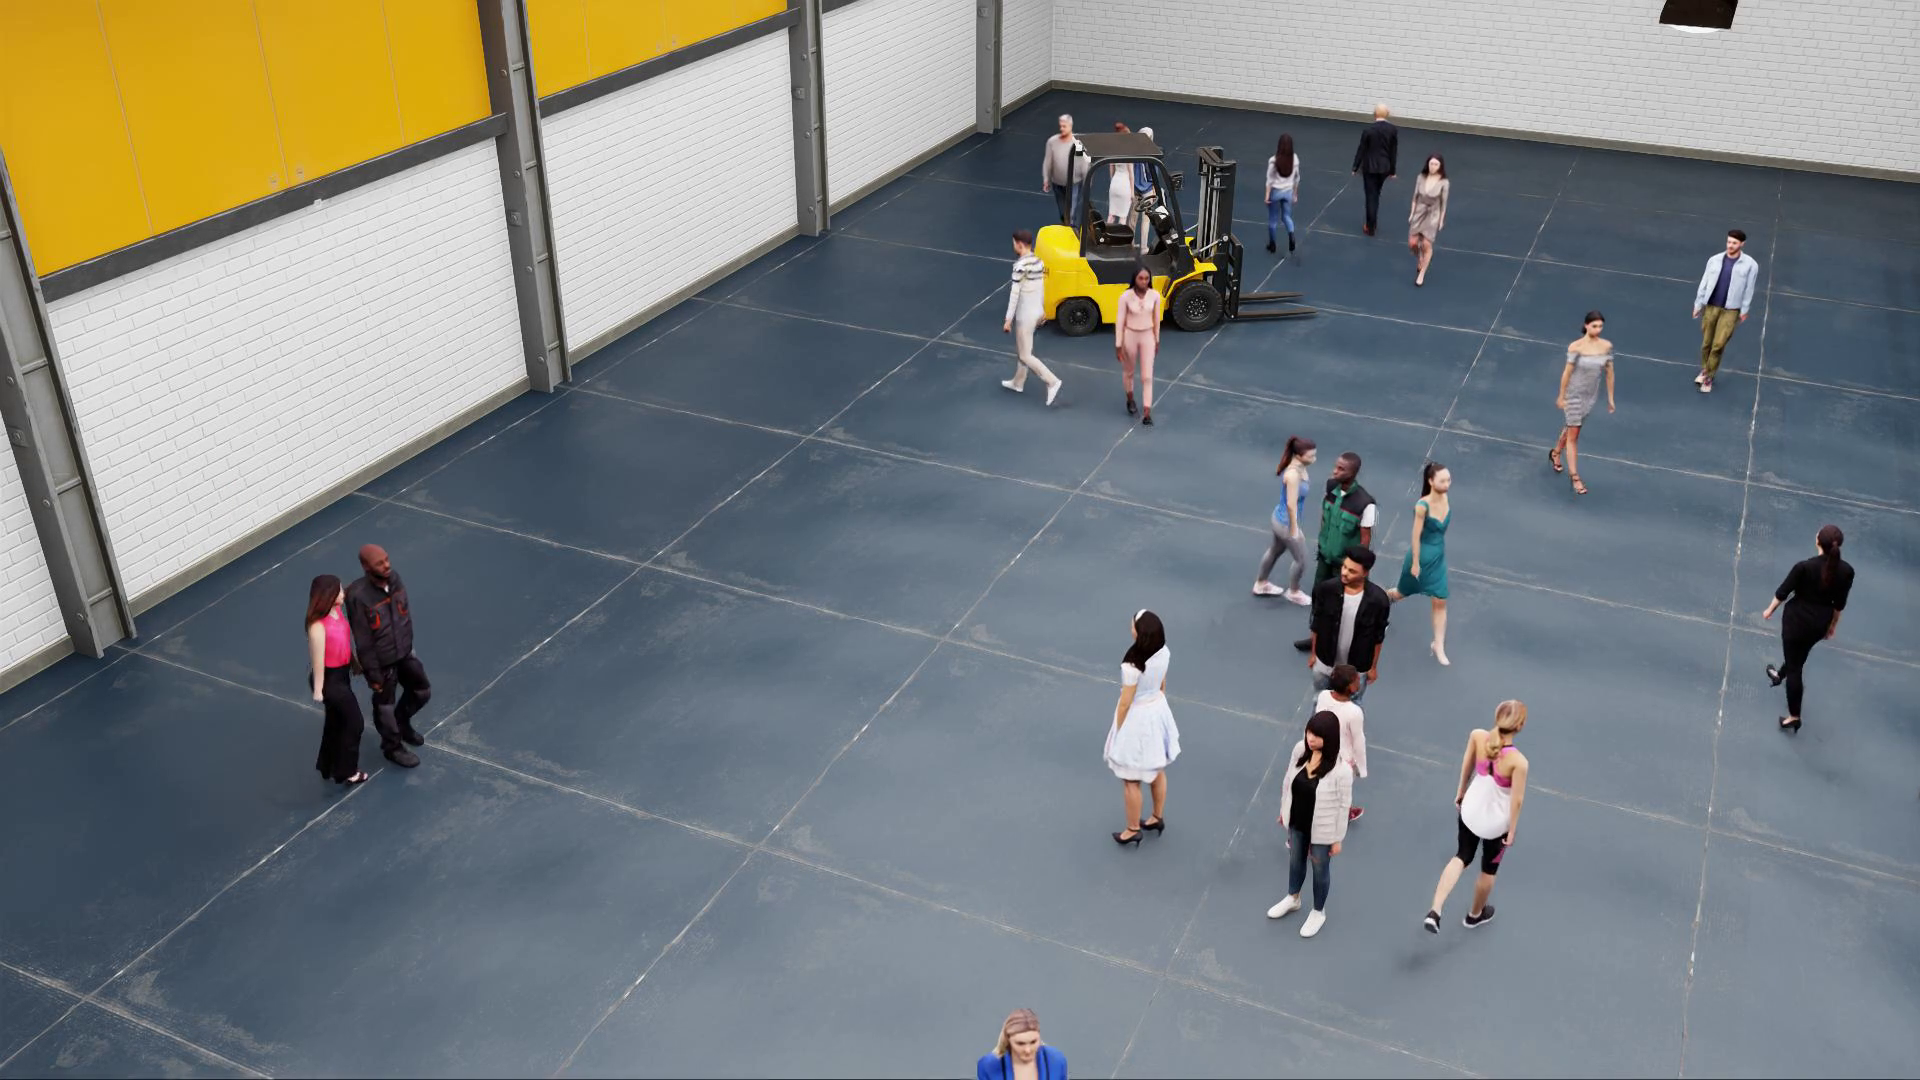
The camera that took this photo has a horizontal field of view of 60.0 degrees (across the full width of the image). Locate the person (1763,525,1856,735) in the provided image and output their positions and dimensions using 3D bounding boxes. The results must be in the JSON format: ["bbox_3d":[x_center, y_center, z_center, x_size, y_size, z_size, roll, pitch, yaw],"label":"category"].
[{"bbox_3d":[6.350,0.706,12.443,0.890,1.620,1.137,0,29,1],"label":"person"}]

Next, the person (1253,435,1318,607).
[{"bbox_3d":[2.726,-0.143,14.040,0.712,1.580,0.747,5,29,9],"label":"person"}]

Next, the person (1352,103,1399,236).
[{"bbox_3d":[5.742,-5.073,22.867,0.956,1.782,1.045,-2,29,-5],"label":"person"}]

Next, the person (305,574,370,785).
[{"bbox_3d":[-4.508,1.030,11.840,0.823,1.628,0.751,2,29,3],"label":"person"}]

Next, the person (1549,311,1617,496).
[{"bbox_3d":[5.974,-1.392,16.122,1.014,1.780,1.167,-5,29,-10],"label":"person"}]

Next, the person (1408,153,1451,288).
[{"bbox_3d":[5.947,-4.080,21.101,0.657,1.730,0.743,18,33,29],"label":"person"}]

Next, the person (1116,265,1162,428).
[{"bbox_3d":[1.843,-2.081,17.485,0.986,1.684,1.176,-3,29,-5],"label":"person"}]

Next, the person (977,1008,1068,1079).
[{"bbox_3d":[0.281,2.949,8.299,1.104,1.652,1.219,-7,29,-13],"label":"person"}]

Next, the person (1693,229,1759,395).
[{"bbox_3d":[8.368,-2.543,18.220,0.829,1.792,0.951,22,36,35],"label":"person"}]

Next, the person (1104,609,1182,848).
[{"bbox_3d":[1.235,1.273,11.203,0.813,1.811,0.897,-21,35,-34],"label":"person"}]

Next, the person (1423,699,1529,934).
[{"bbox_3d":[3.203,1.771,10.335,1.031,1.768,0.851,-22,35,-34],"label":"person"}]

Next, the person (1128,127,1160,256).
[{"bbox_3d":[2.438,-4.672,22.222,0.681,1.697,0.692,-25,37,-38],"label":"person"}]

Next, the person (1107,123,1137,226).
[{"bbox_3d":[2.114,-4.632,22.047,0.627,1.794,0.646,-23,36,-35],"label":"person"}]

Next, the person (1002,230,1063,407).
[{"bbox_3d":[0.803,-2.384,17.901,0.917,1.817,1.020,14,32,24],"label":"person"}]

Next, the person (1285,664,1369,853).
[{"bbox_3d":[2.485,1.479,11.233,1.073,1.422,0.911,-16,33,-27],"label":"person"}]

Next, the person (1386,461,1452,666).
[{"bbox_3d":[3.686,0.147,13.440,1.047,1.646,1.032,-14,31,-24],"label":"person"}]

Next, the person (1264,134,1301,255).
[{"bbox_3d":[4.305,-4.556,22.090,0.889,1.619,0.969,-8,30,-14],"label":"person"}]

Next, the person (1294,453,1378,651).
[{"bbox_3d":[3.052,0.134,13.263,0.836,1.838,0.813,-18,33,-29],"label":"person"}]

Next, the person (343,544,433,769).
[{"bbox_3d":[-4.239,0.807,12.057,0.781,1.813,0.660,15,32,25],"label":"person"}]

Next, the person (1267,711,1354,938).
[{"bbox_3d":[2.234,1.765,10.484,0.671,1.636,0.693,-25,37,-38],"label":"person"}]

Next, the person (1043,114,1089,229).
[{"bbox_3d":[1.442,-4.758,22.218,0.774,1.851,1.209,11,30,19],"label":"person"}]

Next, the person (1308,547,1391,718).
[{"bbox_3d":[2.795,0.813,12.049,0.688,1.809,0.590,14,31,23],"label":"person"}]
